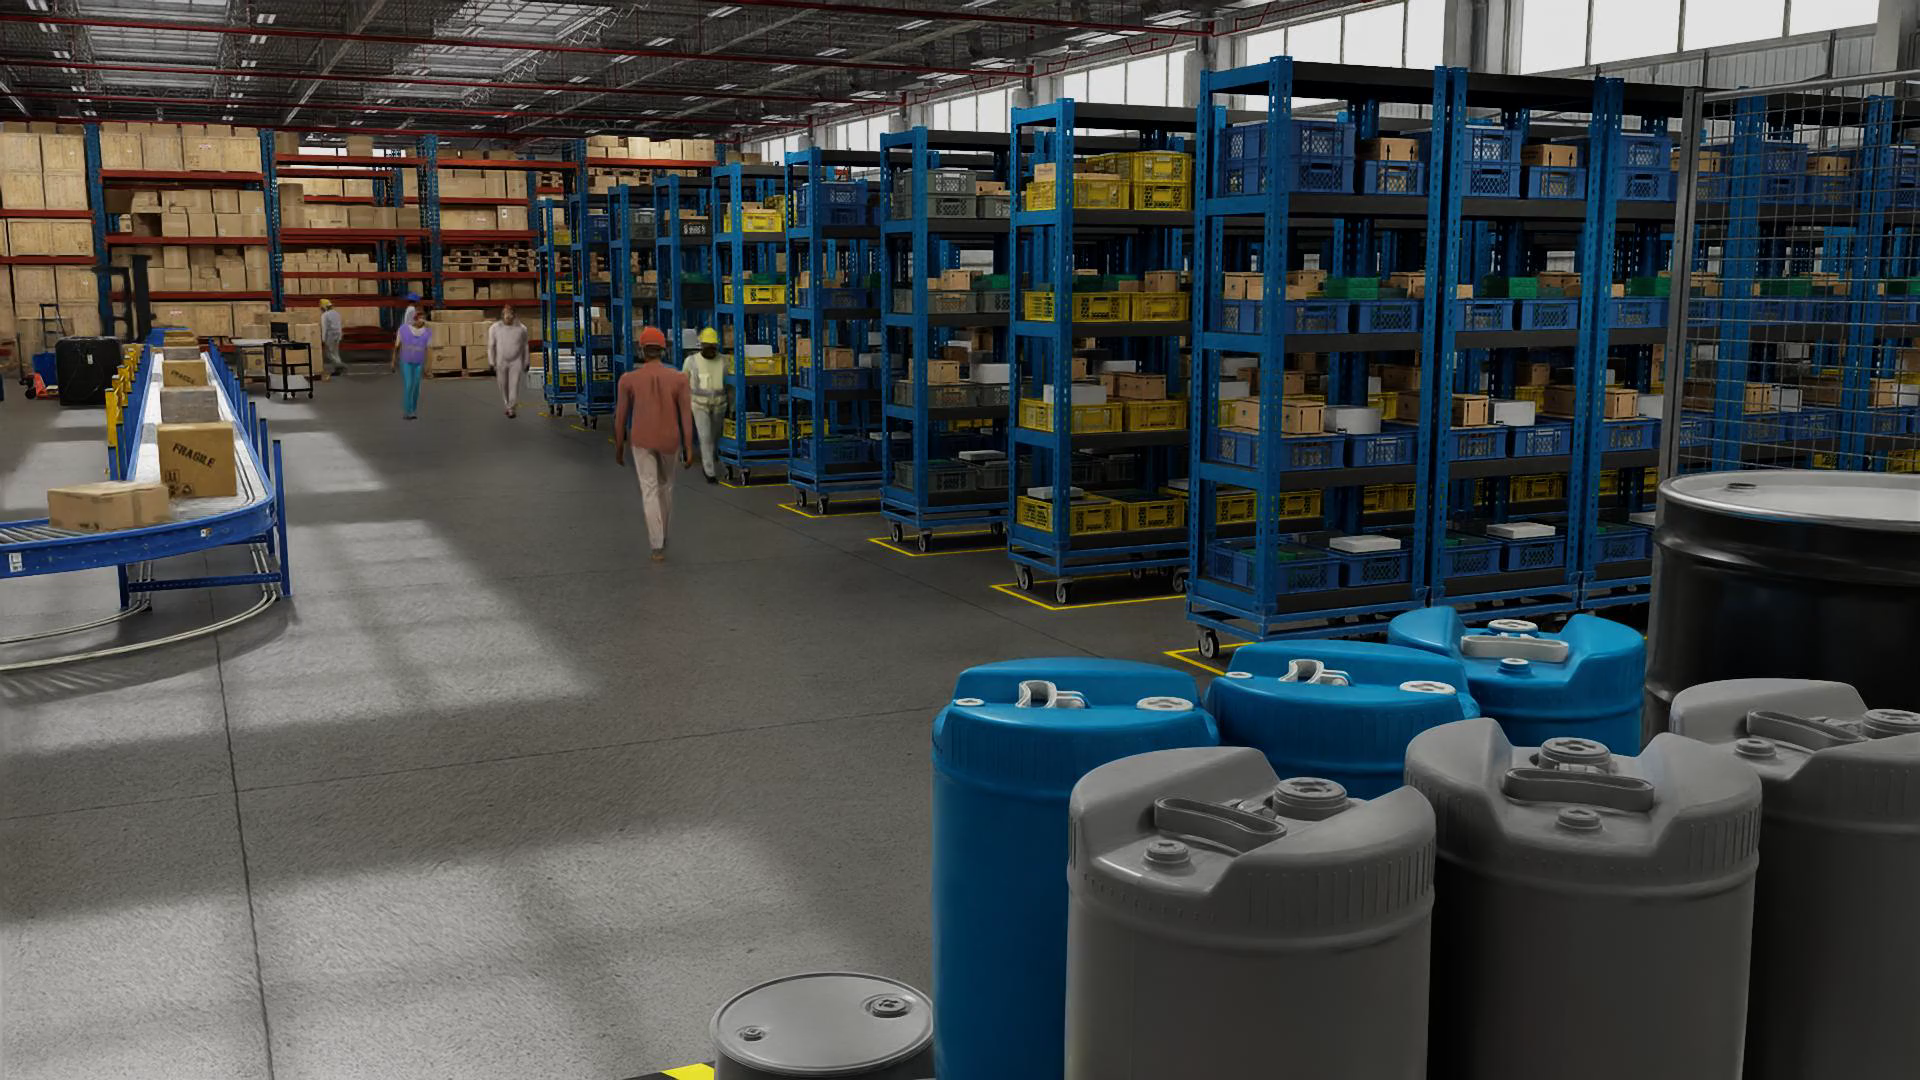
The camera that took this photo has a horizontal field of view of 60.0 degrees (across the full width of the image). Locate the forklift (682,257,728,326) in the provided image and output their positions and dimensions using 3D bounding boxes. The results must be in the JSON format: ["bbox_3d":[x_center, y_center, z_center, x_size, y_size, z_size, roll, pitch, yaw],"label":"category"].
[{"bbox_3d":[-7.323,-6.400,45.797,1.873,2.768,1.129,-4,10,-25],"label":"forklift"}]

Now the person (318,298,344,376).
[{"bbox_3d":[-14.493,-4.663,38.351,0.523,1.803,0.665,3,10,17],"label":"person"}]

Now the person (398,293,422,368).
[{"bbox_3d":[-12.770,-4.779,38.712,0.558,1.923,0.602,-5,10,-28],"label":"person"}]

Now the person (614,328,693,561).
[{"bbox_3d":[-2.602,-0.821,14.100,0.638,1.941,1.019,-3,10,-19],"label":"person"}]

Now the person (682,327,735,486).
[{"bbox_3d":[-2.891,-1.554,19.080,0.595,1.800,0.867,-4,10,-22],"label":"person"}]

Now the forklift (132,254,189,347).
[{"bbox_3d":[-19.306,-5.365,39.372,1.873,2.768,1.129,-4,10,-25],"label":"forklift"}]

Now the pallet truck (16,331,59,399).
[{"bbox_3d":[-17.082,-3.353,31.781,1.630,1.274,0.653,-4,10,-25],"label":"pallet truck"}]

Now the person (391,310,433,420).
[{"bbox_3d":[-8.907,-2.850,27.137,0.660,1.788,0.764,-6,11,-31],"label":"person"}]

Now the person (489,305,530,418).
[{"bbox_3d":[-7.514,-2.992,27.751,0.650,1.876,0.867,-1,9,-9],"label":"person"}]
